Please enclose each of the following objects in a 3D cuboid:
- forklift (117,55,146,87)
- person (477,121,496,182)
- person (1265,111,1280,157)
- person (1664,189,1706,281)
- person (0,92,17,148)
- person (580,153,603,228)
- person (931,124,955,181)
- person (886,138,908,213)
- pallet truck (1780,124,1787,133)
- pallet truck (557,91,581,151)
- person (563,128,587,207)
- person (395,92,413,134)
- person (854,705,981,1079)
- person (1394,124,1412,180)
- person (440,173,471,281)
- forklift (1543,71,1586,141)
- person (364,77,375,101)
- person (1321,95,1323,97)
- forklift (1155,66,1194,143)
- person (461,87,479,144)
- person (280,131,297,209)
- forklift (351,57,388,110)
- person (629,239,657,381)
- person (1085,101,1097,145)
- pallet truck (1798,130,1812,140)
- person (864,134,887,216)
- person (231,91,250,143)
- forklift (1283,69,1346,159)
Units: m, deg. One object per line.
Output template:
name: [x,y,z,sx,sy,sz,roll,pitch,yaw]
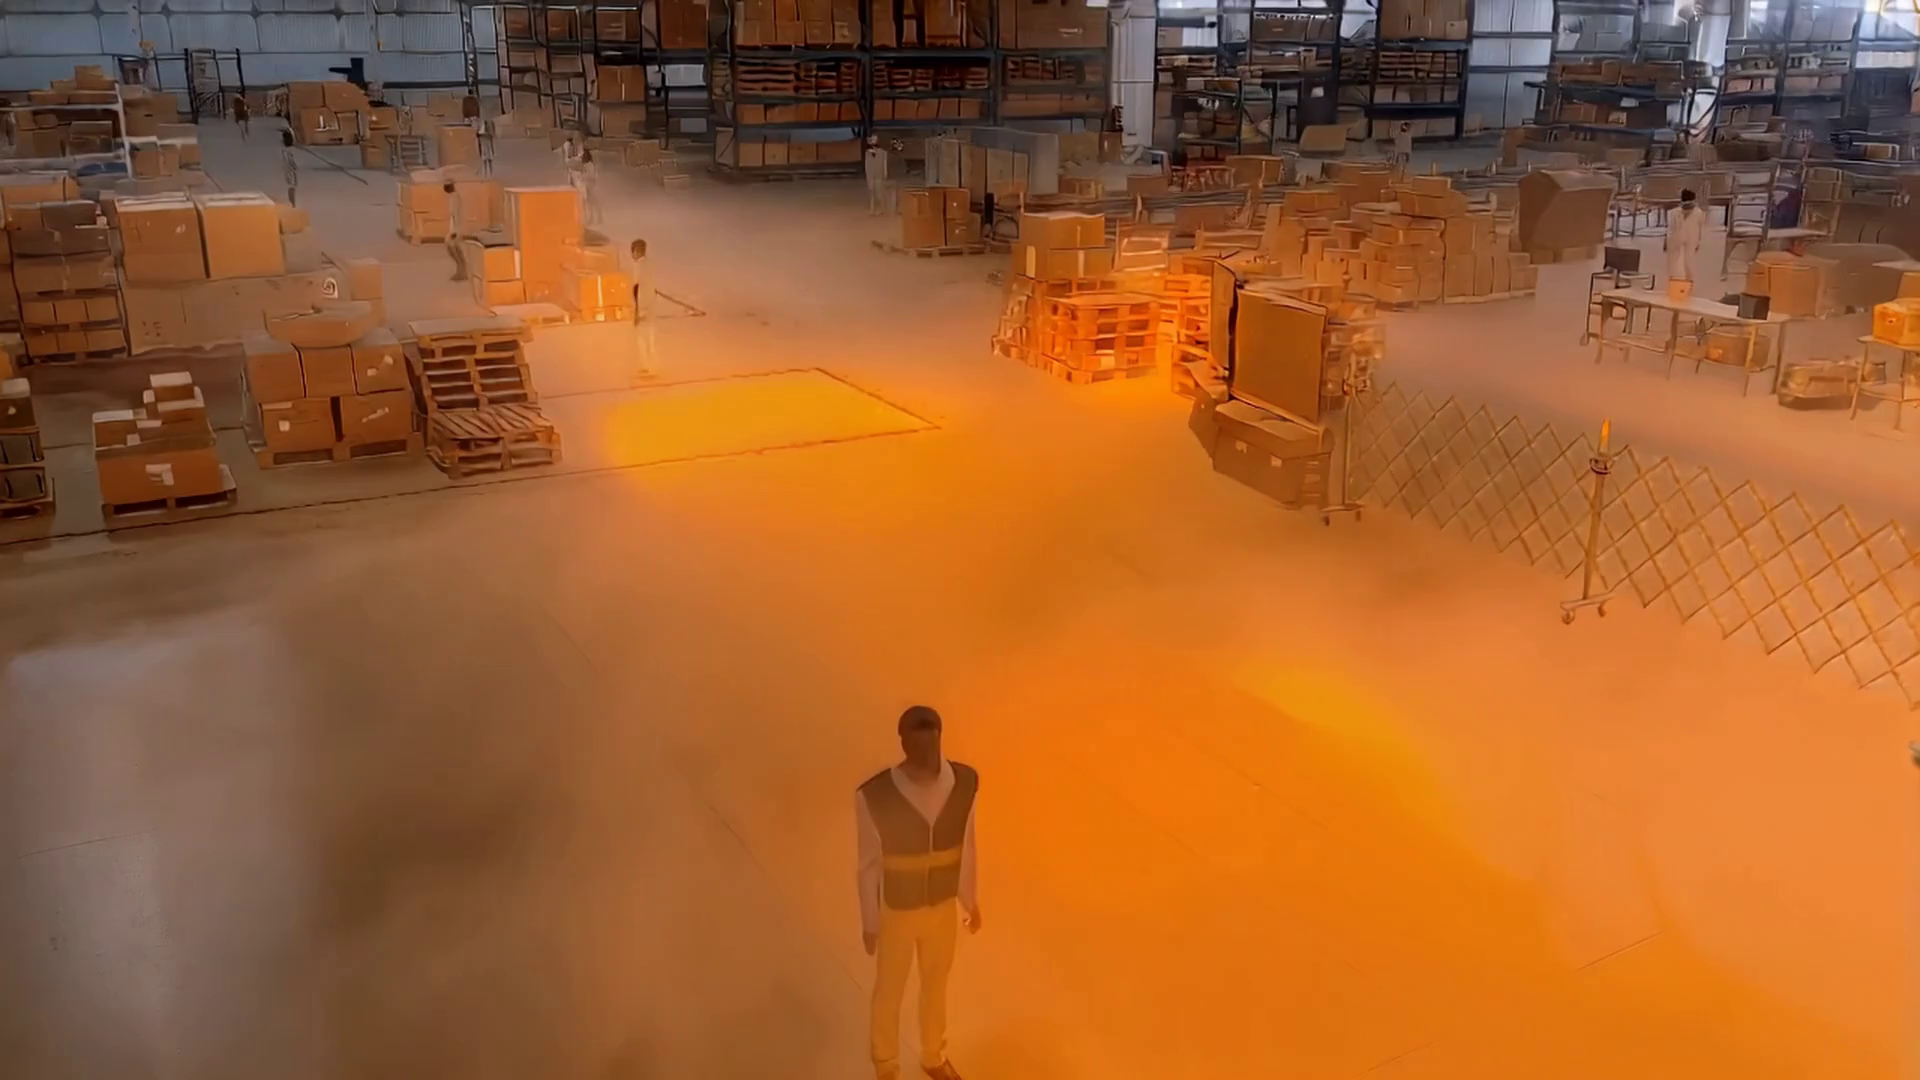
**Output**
forklift: [-34.198,-18.635,68.931,1.873,2.768,1.129,16,24,40]
person: [-13.370,-10.969,46.967,0.334,1.686,0.532,14,23,37]
person: [9.970,-12.877,53.020,0.512,1.618,0.639,-6,19,-18]
person: [12.390,-5.099,28.458,0.602,1.816,0.622,10,20,28]
person: [-33.343,-14.694,58.177,0.652,1.928,0.434,-4,18,-14]
person: [-8.319,-7.873,37.414,0.358,1.619,0.775,1,18,3]
person: [-0.474,-10.989,47.162,0.852,1.596,0.530,-8,20,-24]
person: [-1.519,-8.755,39.951,0.533,1.745,0.645,1,18,2]
pallet truck: [25.206,-12.542,52.601,1.601,1.201,0.680,0,18,-2]
pallet truck: [-13.495,-14.412,57.188,0.823,1.965,1.885,-3,18,-9]
person: [-9.437,-9.139,40.872,0.540,1.929,0.388,-2,18,-8]
person: [-19.440,-14.699,58.224,0.592,1.912,0.383,-6,19,-19]
person: [-0.184,1.608,7.372,0.590,1.920,0.398,-9,20,-26]
person: [12.462,-10.867,46.780,0.527,1.585,0.839,-3,18,-8]
person: [-9.067,-5.584,29.787,0.402,1.920,0.576,-1,18,-3]
forklift: [18.685,-13.231,52.085,1.873,2.768,1.129,-9,20,-26]
person: [-25.024,-18.529,70.151,0.581,1.911,0.738,1,18,2]
person: [13.005,-15.097,59.714,0.376,1.755,0.524,-13,22,-36]
forklift: [7.491,-14.635,56.461,1.873,2.768,1.129,-9,20,-26]
person: [-17.631,-15.285,59.914,0.612,1.995,0.376,-8,19,-22]
person: [-15.866,-8.675,39.376,0.373,1.960,0.608,-12,21,-33]
forklift: [-24.072,-17.956,66.815,1.873,2.768,1.129,-9,20,-26]
person: [-4.198,-3.038,22.005,0.457,1.829,0.666,7,19,20]
person: [4.499,-14.187,56.972,0.448,1.686,0.548,-10,20,-29]
pallet truck: [25.526,-11.556,49.408,1.630,1.274,0.653,-9,20,-26]
person: [-1.998,-8.594,39.175,0.568,1.916,0.475,5,19,16]
person: [-26.065,-15.309,60.257,0.455,1.826,0.649,16,24,41]
forklift: [11.615,-13.871,54.079,1.129,2.768,1.873,-9,20,-27]
